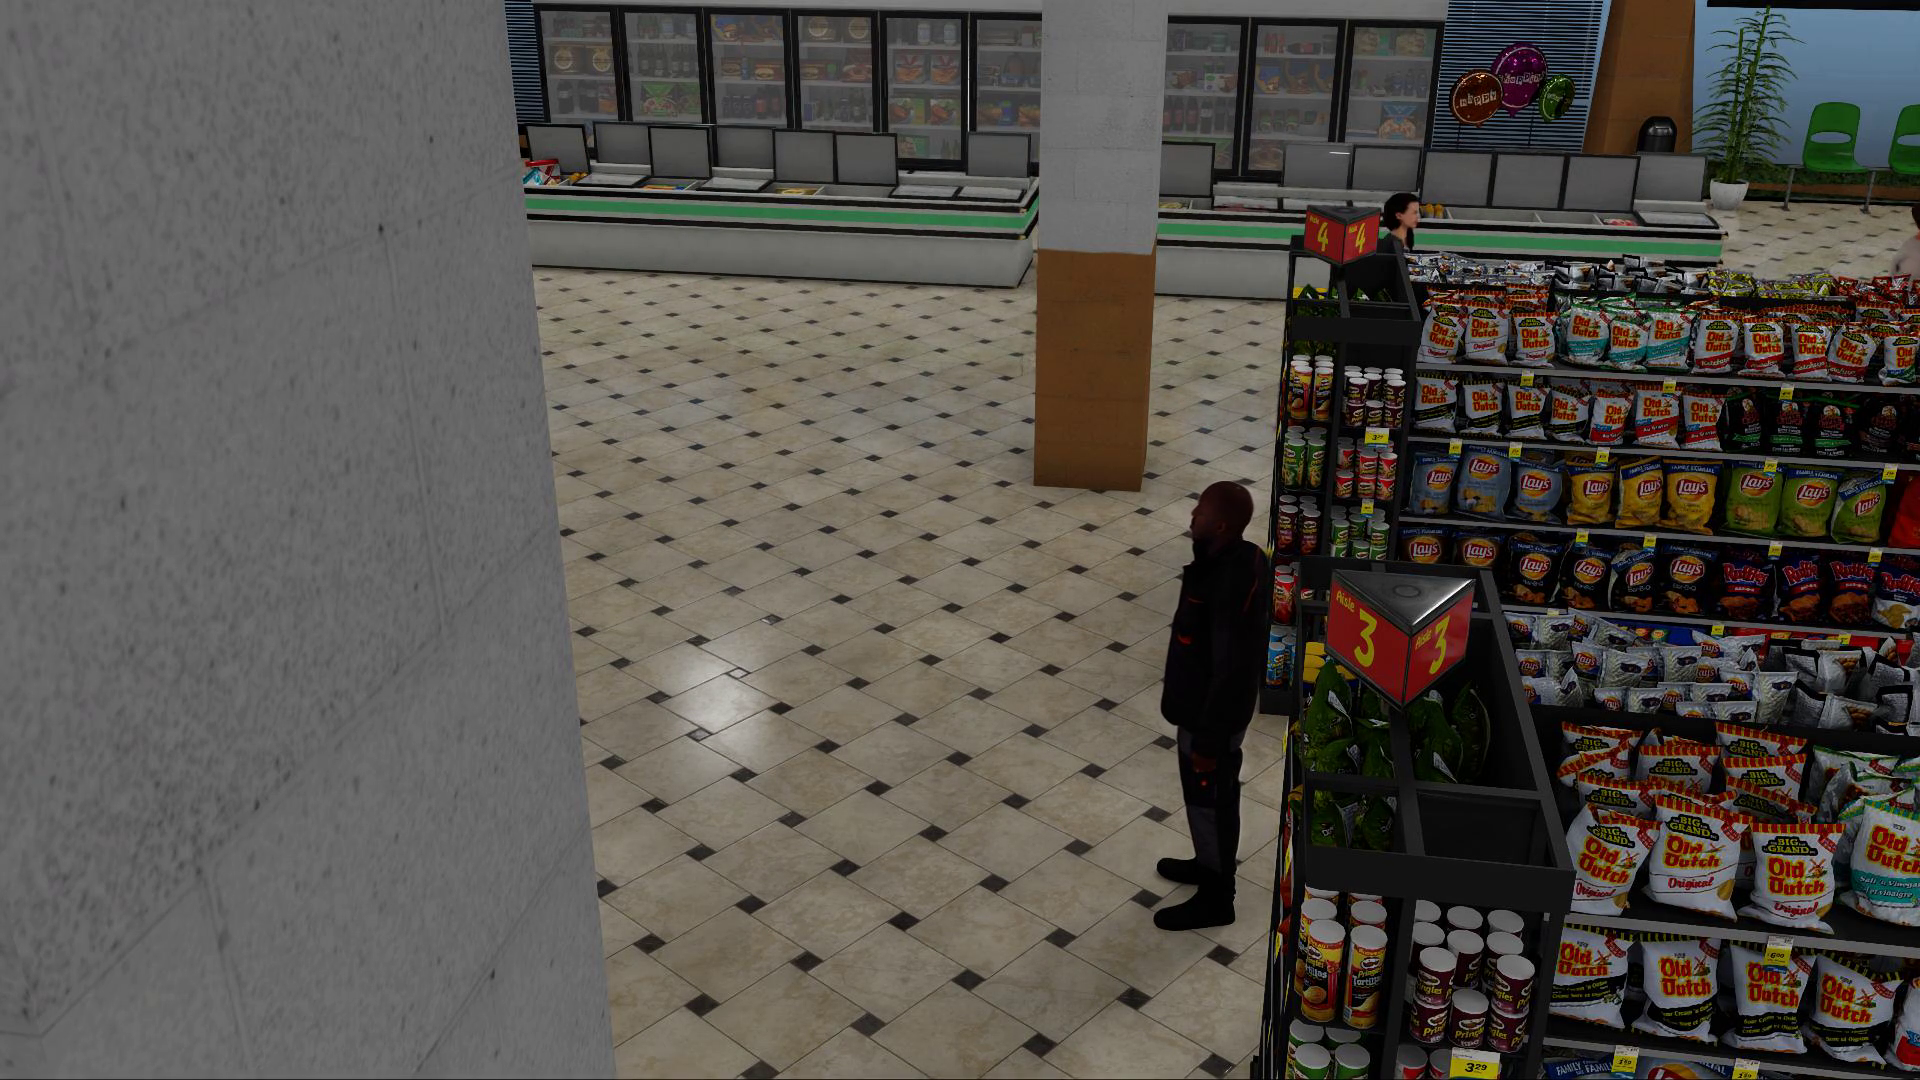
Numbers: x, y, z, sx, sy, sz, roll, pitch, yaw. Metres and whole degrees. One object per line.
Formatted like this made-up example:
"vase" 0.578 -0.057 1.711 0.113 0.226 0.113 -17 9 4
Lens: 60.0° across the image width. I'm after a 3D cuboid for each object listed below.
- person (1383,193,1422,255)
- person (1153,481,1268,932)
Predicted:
"person" 2.791 -1.449 11.134 0.673 1.756 0.669 8 25 17
"person" 0.979 0.625 6.309 0.584 1.825 0.700 3 24 7
